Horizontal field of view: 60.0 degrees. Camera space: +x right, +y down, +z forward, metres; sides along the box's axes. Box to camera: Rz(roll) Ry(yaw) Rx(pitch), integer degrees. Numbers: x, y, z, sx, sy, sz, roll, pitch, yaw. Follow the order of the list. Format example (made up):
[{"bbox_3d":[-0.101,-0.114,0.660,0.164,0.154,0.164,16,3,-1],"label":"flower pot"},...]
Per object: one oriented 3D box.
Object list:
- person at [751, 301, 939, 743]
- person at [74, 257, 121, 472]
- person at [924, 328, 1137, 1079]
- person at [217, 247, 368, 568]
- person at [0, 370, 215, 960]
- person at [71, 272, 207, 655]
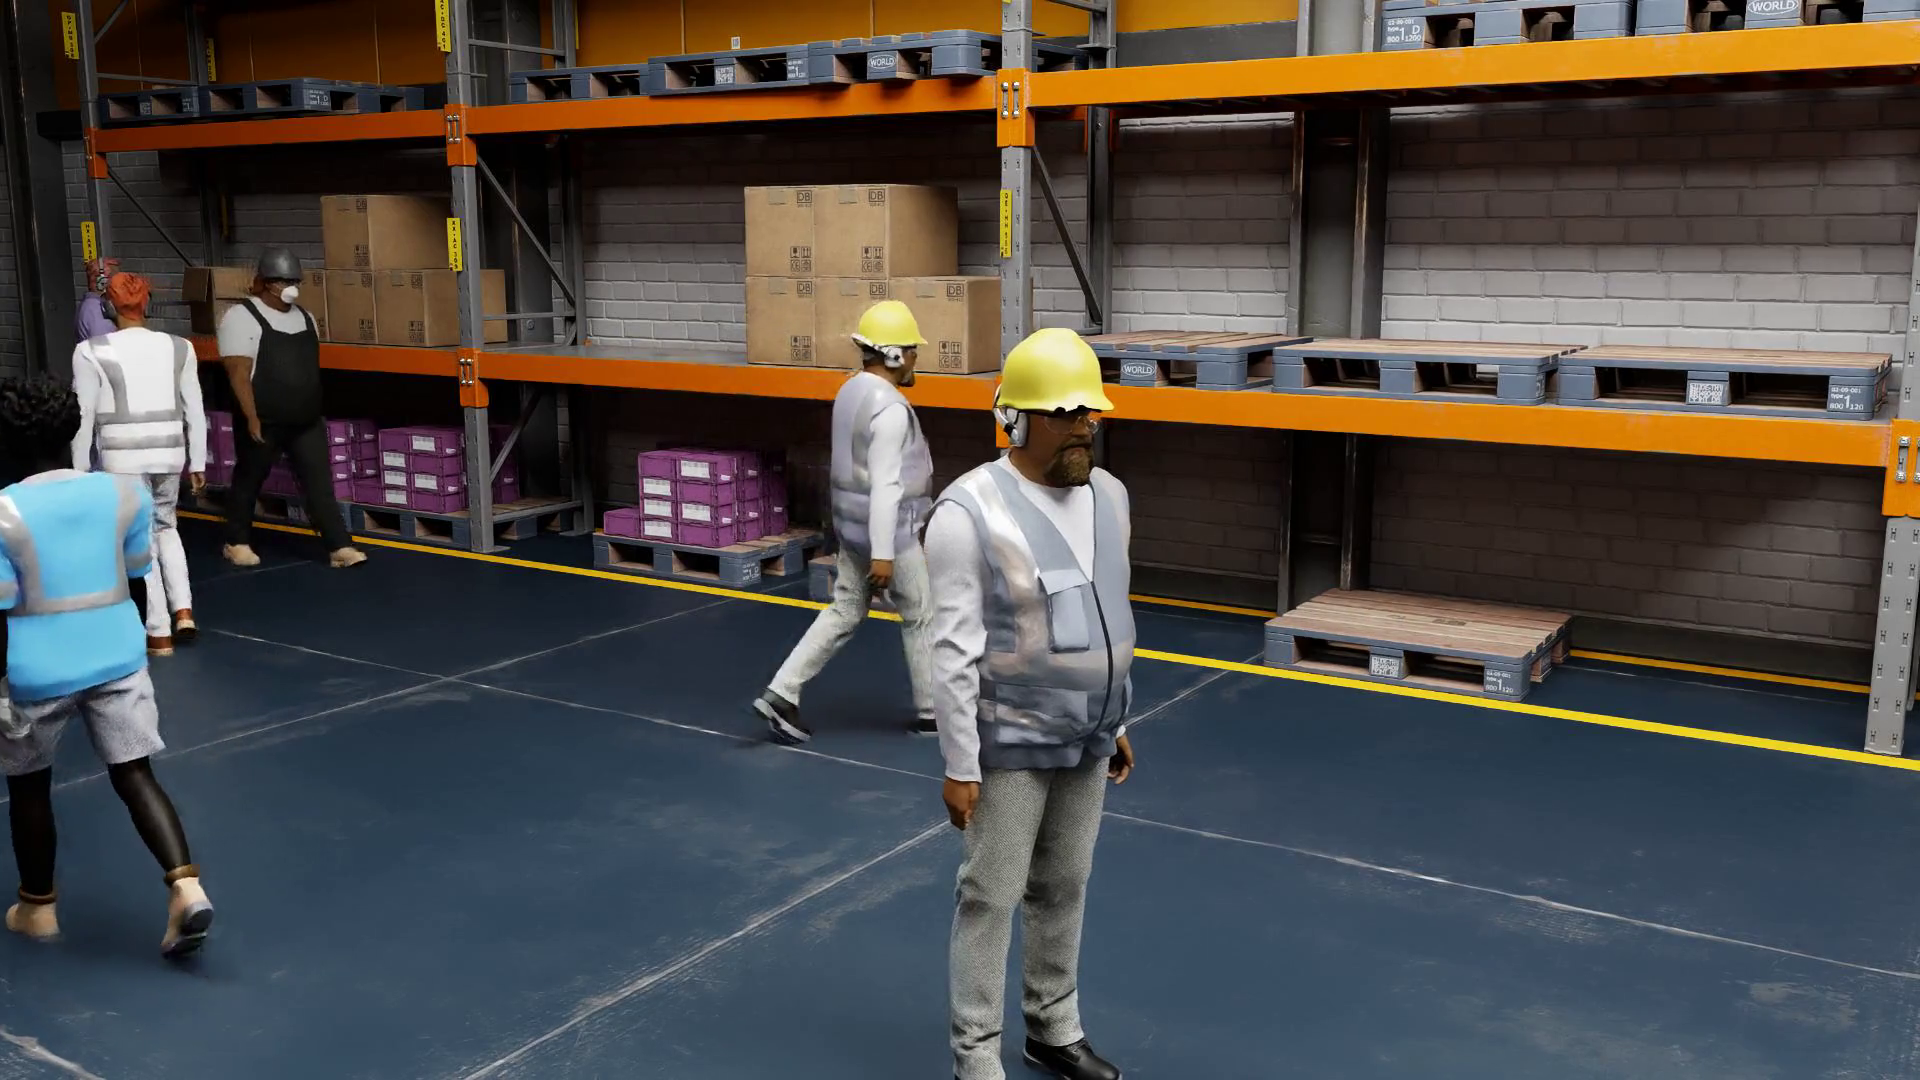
[{"bbox_3d":[-0.389,-0.056,6.645,0.907,1.795,0.597,-4,11,-23],"label":"person"},{"bbox_3d":[-5.788,-0.971,11.384,0.400,1.910,0.643,-6,12,-32],"label":"person"},{"bbox_3d":[0.191,0.435,3.797,0.598,1.830,0.403,-10,14,-43],"label":"person"},{"bbox_3d":[-4.204,-0.832,10.238,1.036,2.000,0.696,7,12,33],"label":"person"},{"bbox_3d":[-2.443,0.361,4.640,0.793,1.669,0.529,8,13,37],"label":"person"},{"bbox_3d":[-4.005,-0.364,8.121,0.449,1.866,0.572,8,13,38],"label":"person"}]
